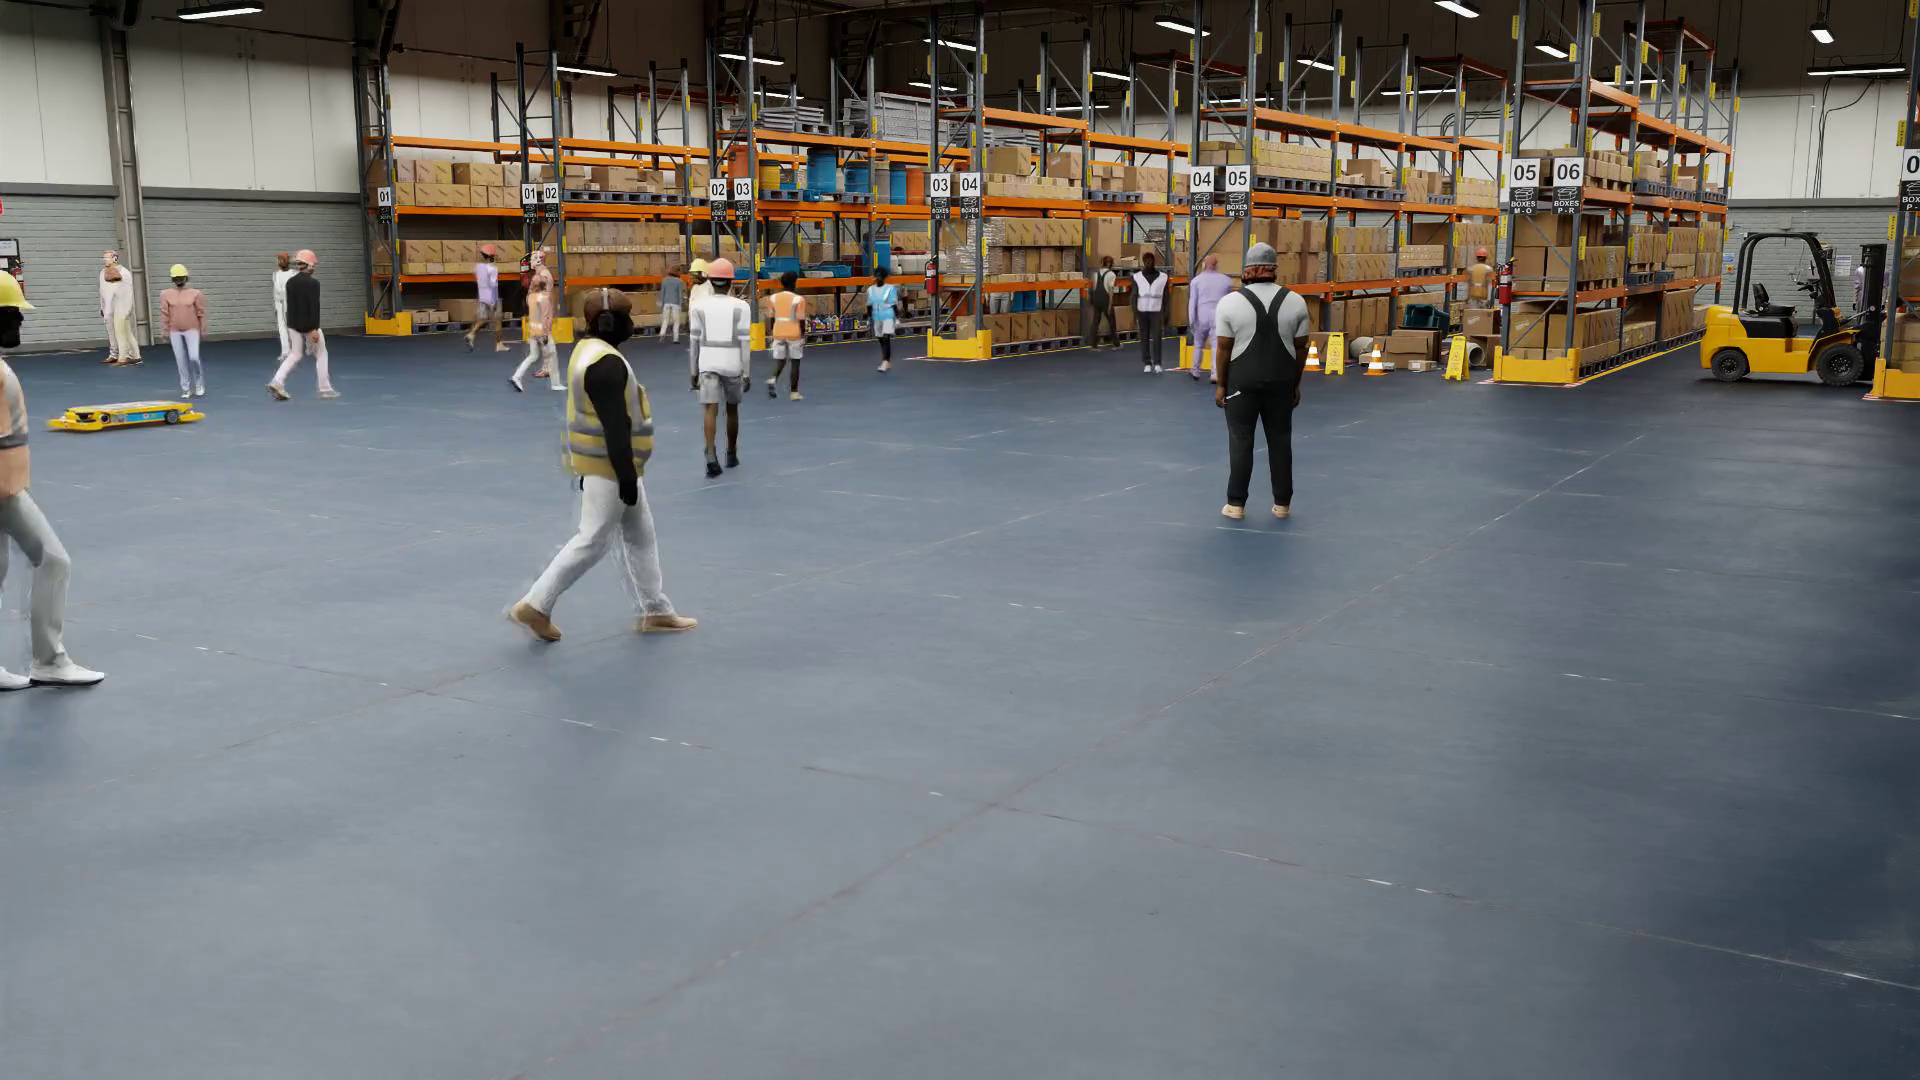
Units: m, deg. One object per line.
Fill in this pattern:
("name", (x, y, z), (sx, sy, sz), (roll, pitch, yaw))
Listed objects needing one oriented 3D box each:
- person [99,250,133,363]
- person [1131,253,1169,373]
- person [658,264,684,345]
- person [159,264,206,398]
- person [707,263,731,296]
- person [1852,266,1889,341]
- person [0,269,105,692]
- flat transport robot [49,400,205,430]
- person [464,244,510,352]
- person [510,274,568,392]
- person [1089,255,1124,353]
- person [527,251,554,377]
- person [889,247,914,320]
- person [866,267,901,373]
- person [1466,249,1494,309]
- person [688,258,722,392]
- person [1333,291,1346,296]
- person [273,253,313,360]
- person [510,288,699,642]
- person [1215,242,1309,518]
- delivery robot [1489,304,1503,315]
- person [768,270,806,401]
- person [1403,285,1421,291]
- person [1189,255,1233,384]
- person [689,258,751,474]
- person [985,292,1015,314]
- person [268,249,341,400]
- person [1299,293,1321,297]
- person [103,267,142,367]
("person", (-14.252, -3.923, 28.035), (0.638, 1.910, 0.407), (4, 11, 20))
("person", (2.967, -3.523, 25.912), (0.602, 1.859, 0.998), (1, 10, 4))
("person", (-5.761, -4.676, 33.098), (0.522, 1.603, 0.553), (3, 11, 16))
("person", (-10.155, -2.722, 21.741), (0.534, 1.753, 0.420), (-2, 10, -12))
("person", (-3.709, -3.336, 25.277), (0.485, 1.722, 0.621), (-1, 10, -3))
("person", (17.255, -4.552, 31.547), (0.582, 1.919, 0.391), (6, 12, 30))
("person", (-4.219, -0.256, 7.482), (0.695, 1.904, 0.628), (-7, 12, -35))
("flat transport robot", (-9.238, -1.397, 18.470), (0.652, 0.197, 1.431), (6, 12, 32))
("person", (-8.802, -4.478, 30.853), (0.613, 2.016, 0.860), (6, 12, 32))
("person", (-5.770, -2.820, 22.680), (0.761, 1.611, 0.523), (-9, 13, -40))
("person", (2.721, -4.375, 30.886), (0.512, 1.792, 0.946), (8, 13, 37))
("person", (-6.358, -3.422, 25.230), (0.404, 1.911, 0.636), (-3, 10, -15))
("person", (-1.568, -6.681, 43.432), (0.630, 1.922, 0.969), (7, 12, 33))
("person", (-1.230, -3.444, 26.054), (0.605, 1.646, 0.841), (6, 12, 29))
("person", (10.624, -4.989, 34.009), (0.568, 1.900, 0.878), (5, 11, 27))
("person", (-3.439, -2.911, 22.619), (0.507, 1.816, 0.609), (-9, 14, -41))
("person", (9.317, -6.304, 41.154), (0.634, 1.983, 0.539), (1, 10, 6))
("person", (-11.650, -4.064, 28.961), (0.583, 1.864, 0.712), (4, 11, 20))
("person", (-1.839, -0.373, 8.455), (0.909, 1.816, 0.626), (-3, 10, -15))
("person", (2.191, -1.178, 12.290), (0.683, 2.000, 0.536), (-1, 10, -4))
("delivery robot", (12.937, -5.537, 40.601), (0.707, 0.478, 0.477), (3, 10, 17))
("person", (-2.216, -2.593, 21.204), (0.541, 1.681, 0.496), (4, 11, 22))
("person", (10.927, -5.954, 40.299), (0.525, 1.598, 0.855), (8, 13, 38))
("person", (3.632, -3.204, 24.191), (0.646, 1.841, 1.018), (0, 10, -1))
("person", (-2.123, -1.540, 14.722), (0.553, 1.901, 0.949), (0, 10, -1))
("person", (0.792, -4.817, 32.990), (0.625, 1.931, 0.368), (0, 10, 0))
("person", (-8.578, -2.781, 21.559), (0.620, 1.957, 0.938), (5, 11, 26))
("person", (7.021, -4.923, 33.636), (0.560, 1.910, 0.777), (5, 11, 28))
("person", (-13.808, -3.660, 27.341), (0.368, 1.632, 0.677), (0, 10, 2))
